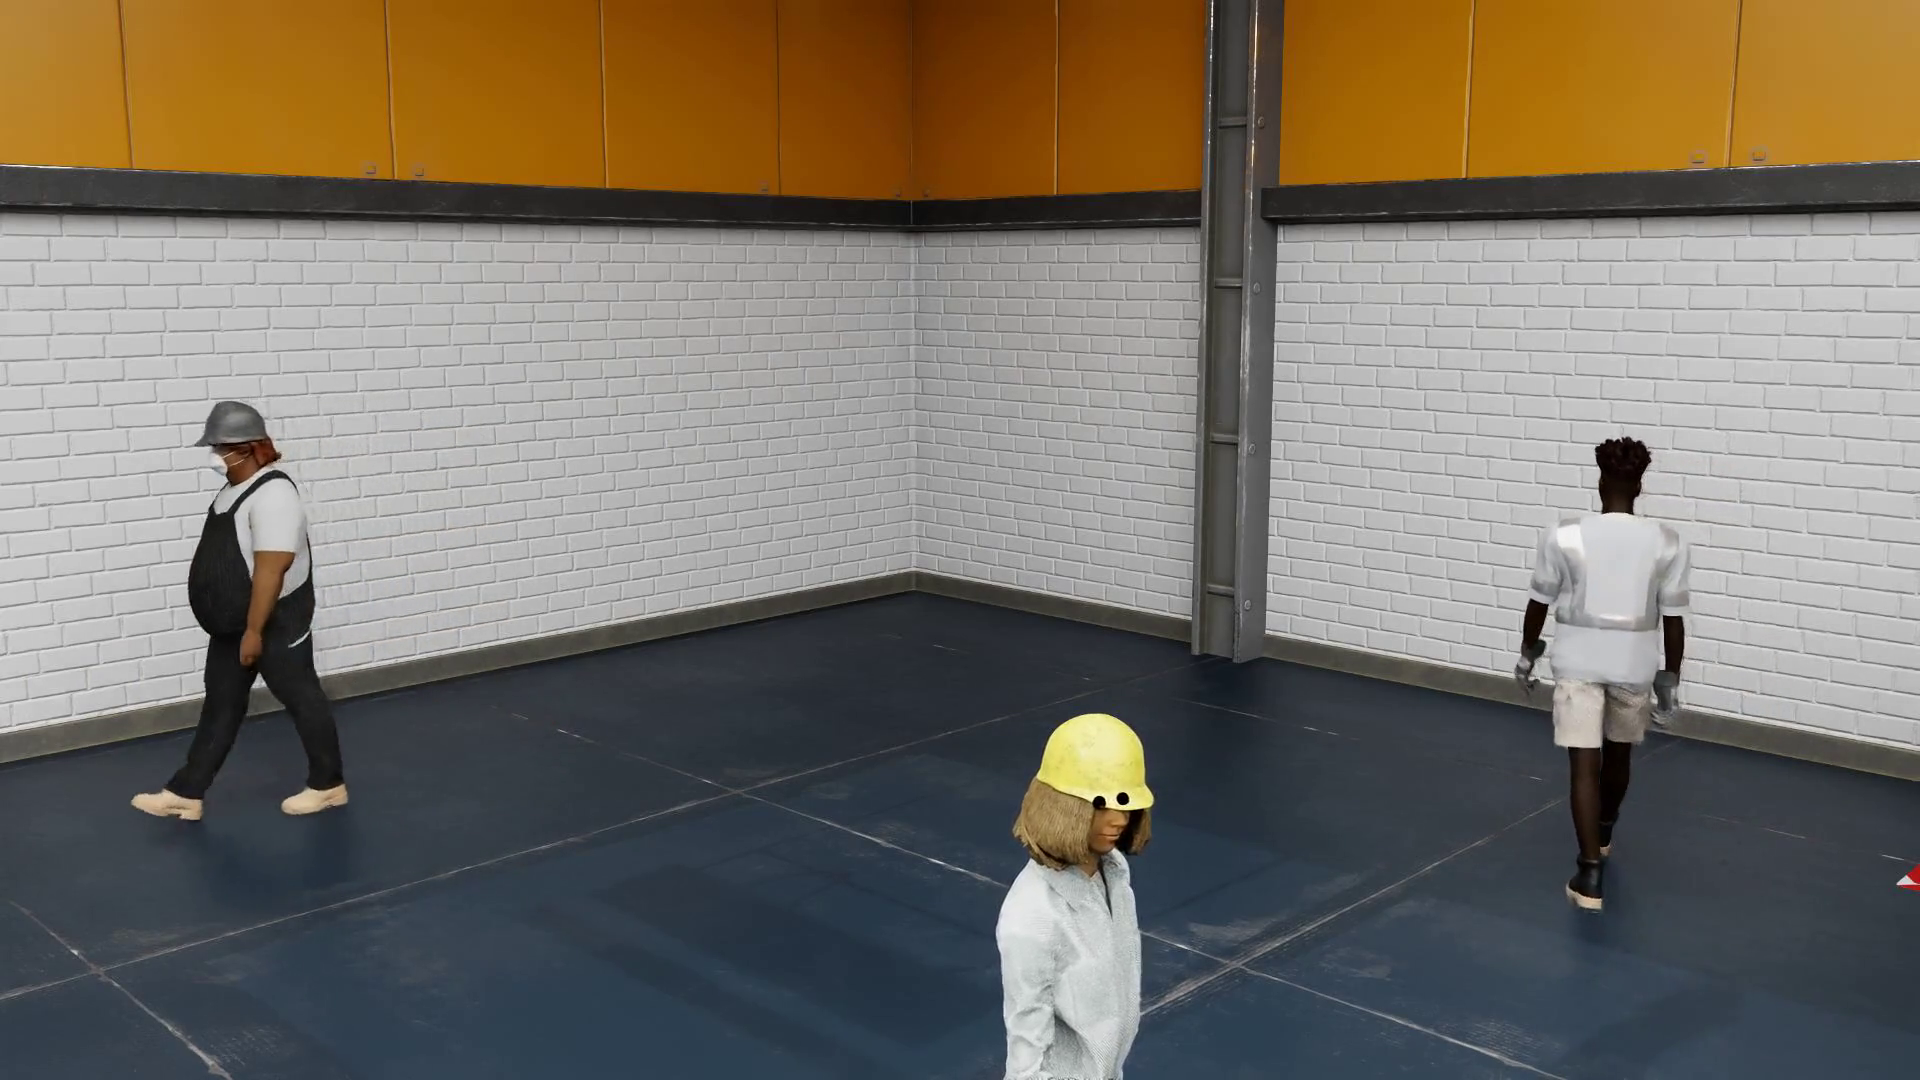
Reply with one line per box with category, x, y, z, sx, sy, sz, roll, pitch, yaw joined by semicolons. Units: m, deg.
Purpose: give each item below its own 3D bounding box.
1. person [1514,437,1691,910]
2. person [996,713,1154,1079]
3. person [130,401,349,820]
person;2.708;0.517;7.045;0.625;1.907;1.021;1;9;9
person;0.241;1.197;3.391;0.312;1.741;0.487;5;10;26
person;-3.387;0.335;7.759;0.990;2.000;0.705;-8;12;-41
